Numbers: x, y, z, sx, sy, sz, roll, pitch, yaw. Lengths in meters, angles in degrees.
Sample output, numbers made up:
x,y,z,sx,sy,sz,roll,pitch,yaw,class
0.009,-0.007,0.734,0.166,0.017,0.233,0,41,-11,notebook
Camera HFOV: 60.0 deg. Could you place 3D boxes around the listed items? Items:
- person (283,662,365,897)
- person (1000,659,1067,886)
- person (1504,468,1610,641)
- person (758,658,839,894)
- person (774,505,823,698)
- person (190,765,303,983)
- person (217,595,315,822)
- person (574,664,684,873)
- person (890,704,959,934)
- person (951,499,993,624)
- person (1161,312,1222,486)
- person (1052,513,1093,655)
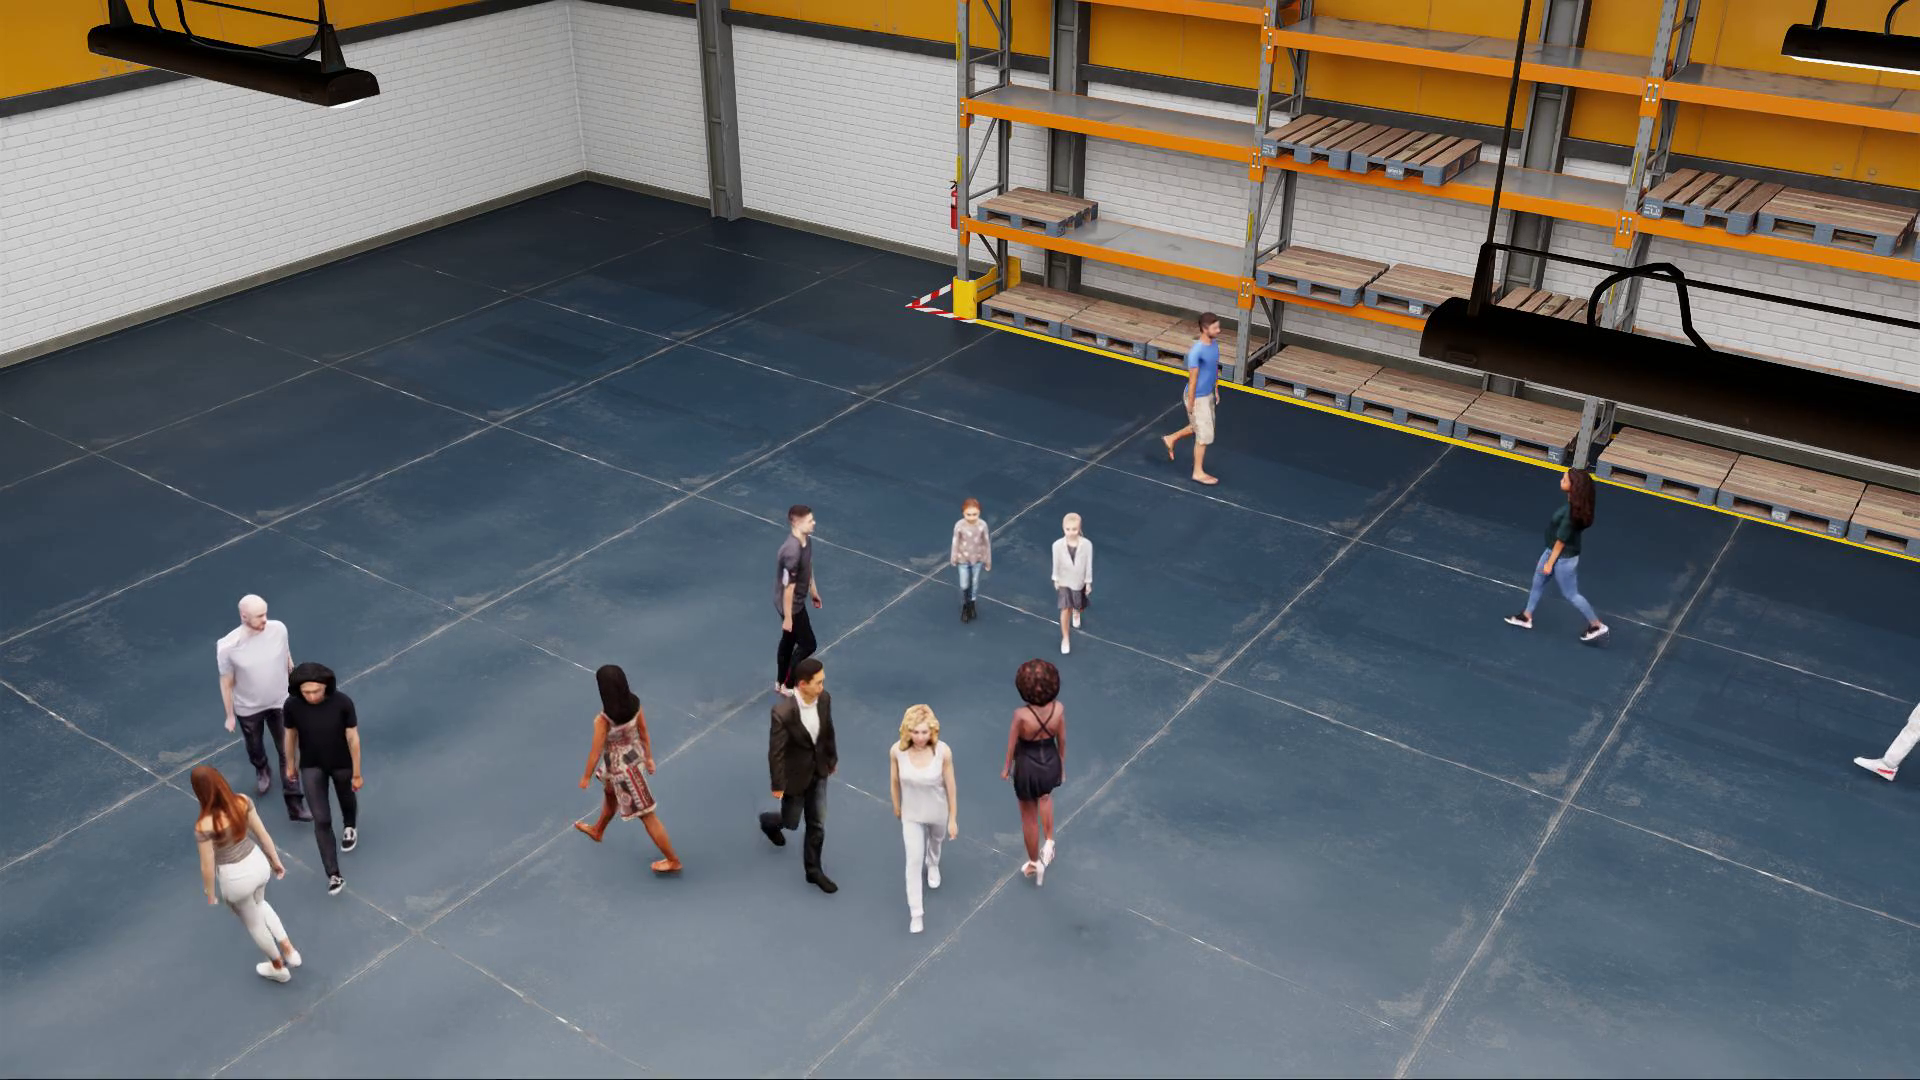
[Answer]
x,y,z,sx,sy,sz,roll,pitch,yaw,class
-4.417,1.517,11.661,1.165,1.772,1.283,-6,29,-11,person
0.560,1.648,11.414,0.692,1.778,0.751,-13,31,-22,person
5.285,0.166,14.335,1.138,1.584,0.728,11,31,20,person
-1.163,1.581,11.554,0.859,1.762,1.113,-22,36,-35,person
-1.423,0.520,13.522,0.805,1.741,0.774,3,29,5,person
-4.482,2.175,10.527,0.675,1.703,0.654,14,31,23,person
-5.164,1.175,12.276,1.021,1.783,1.311,-17,33,-28,person
-2.265,1.641,11.626,1.225,1.587,0.800,11,30,19,person
-0.224,1.780,11.330,1.095,1.628,1.052,0,29,0,person
0.092,0.136,14.805,0.594,1.186,0.659,-3,29,-6,person
2.402,-1.497,17.114,0.977,1.841,0.685,17,33,28,person
0.980,0.324,14.381,0.799,1.262,0.802,1,29,2,person
